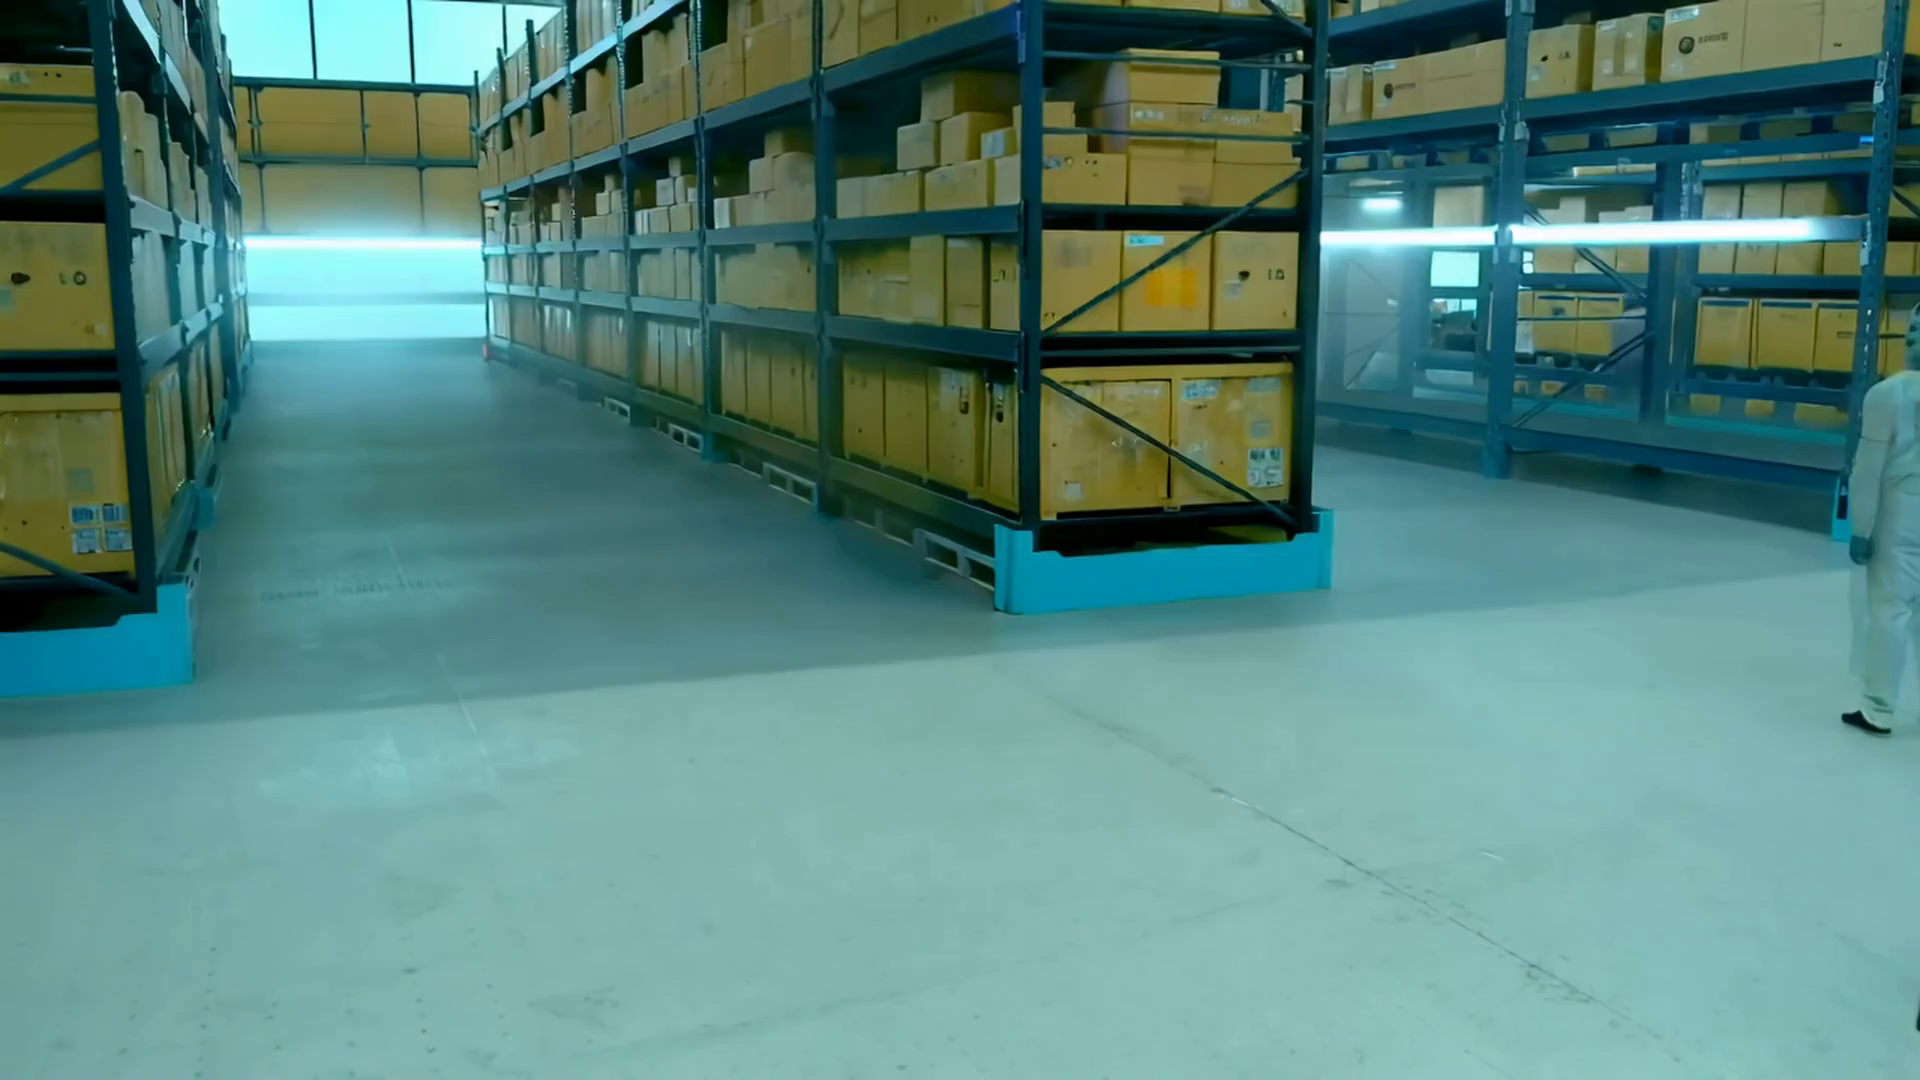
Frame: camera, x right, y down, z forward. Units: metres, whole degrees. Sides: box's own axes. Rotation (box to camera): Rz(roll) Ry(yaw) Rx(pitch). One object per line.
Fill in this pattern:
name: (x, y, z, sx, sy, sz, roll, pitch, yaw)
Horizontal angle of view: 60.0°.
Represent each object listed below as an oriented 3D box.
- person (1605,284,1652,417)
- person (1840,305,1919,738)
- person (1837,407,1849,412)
person: (7.650, -1.998, 18.988, 0.619, 1.820, 0.414, -3, 10, -19)
person: (4.183, -0.072, 7.239, 0.651, 1.898, 0.395, 0, 9, 2)
person: (12.377, -2.629, 22.986, 0.525, 1.756, 0.398, -5, 10, -25)
